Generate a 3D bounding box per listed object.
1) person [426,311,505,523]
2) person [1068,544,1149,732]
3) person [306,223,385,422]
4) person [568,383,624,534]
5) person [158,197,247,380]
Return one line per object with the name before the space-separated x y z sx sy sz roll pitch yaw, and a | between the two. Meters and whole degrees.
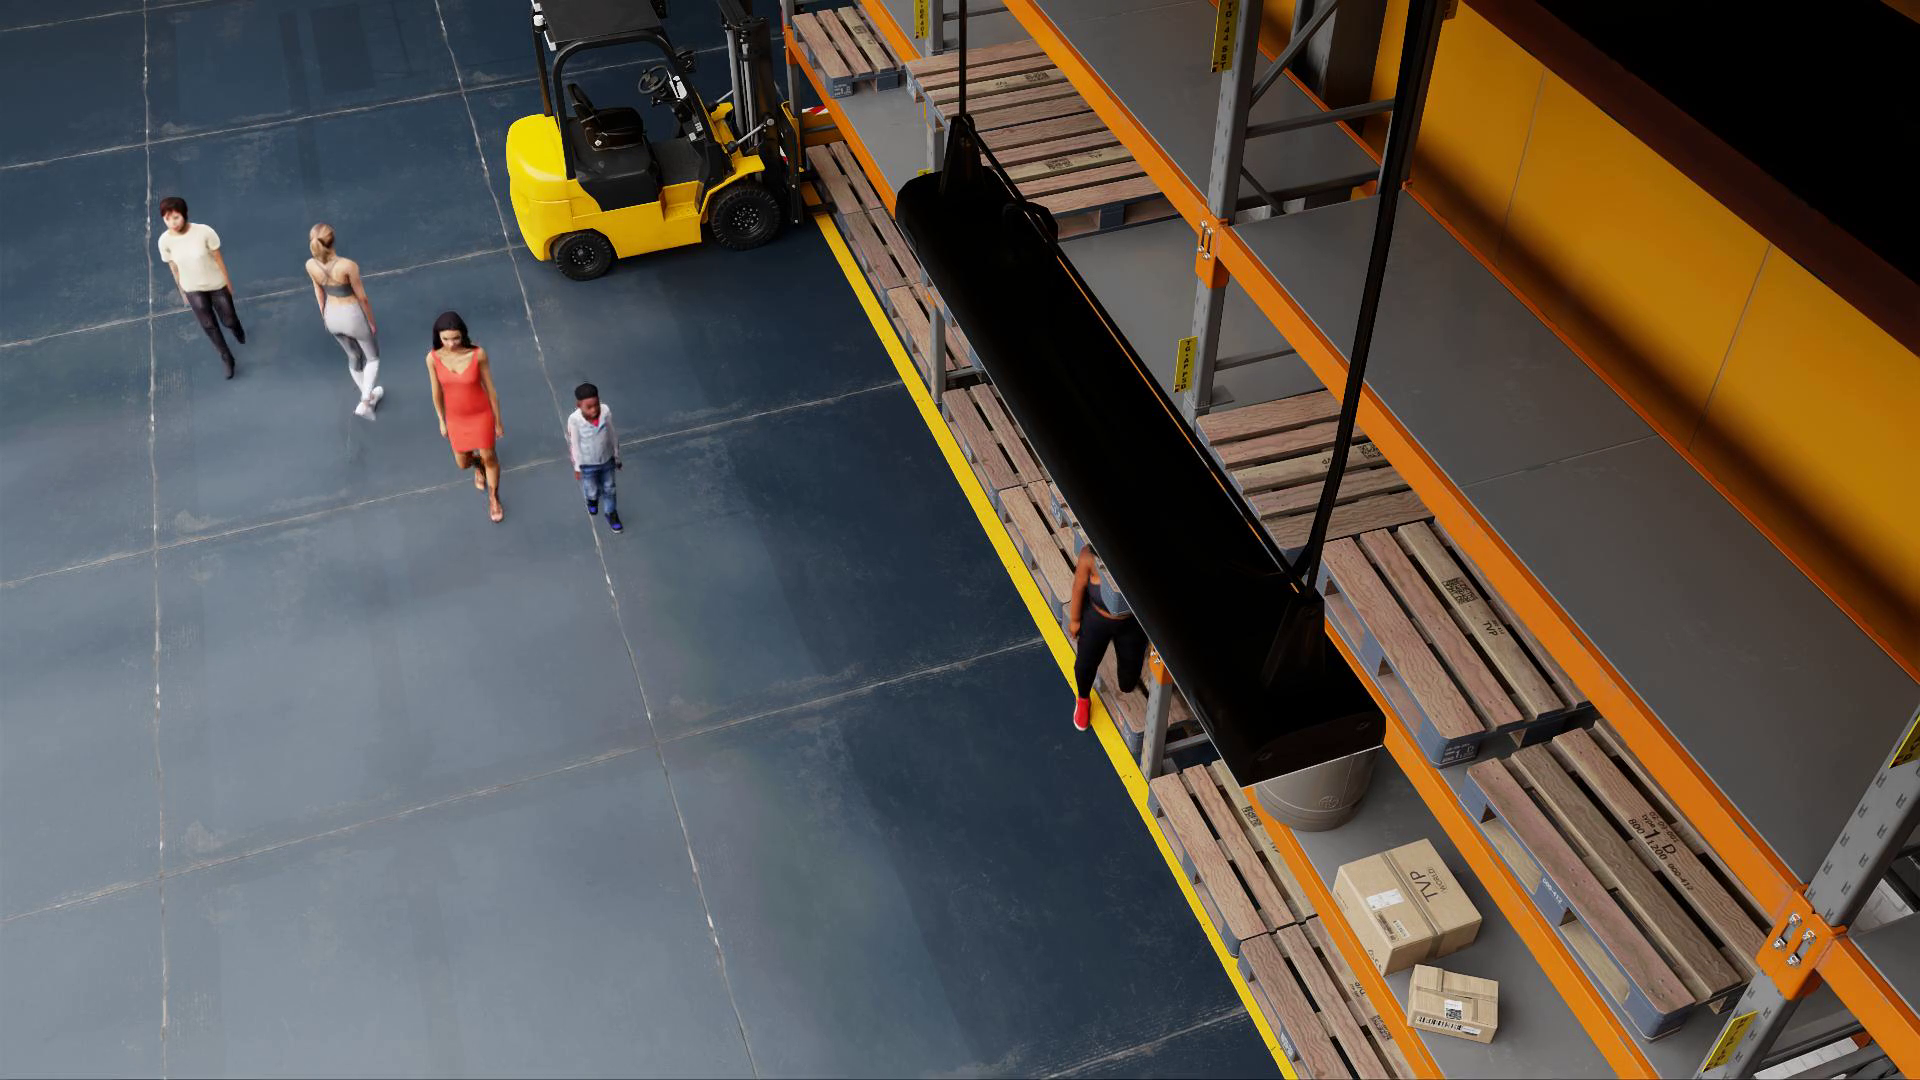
person | -3.451 -0.917 11.741 0.659 1.709 0.776 -7 44 -8
person | 0.938 0.481 10.199 0.763 1.811 0.747 0 44 0
person | -4.605 -1.579 12.450 0.759 1.690 0.923 2 44 2
person | -2.594 -0.623 11.763 0.533 1.254 0.642 -19 47 -19
person | -5.881 -2.006 12.983 0.632 1.573 0.733 -10 44 -10
